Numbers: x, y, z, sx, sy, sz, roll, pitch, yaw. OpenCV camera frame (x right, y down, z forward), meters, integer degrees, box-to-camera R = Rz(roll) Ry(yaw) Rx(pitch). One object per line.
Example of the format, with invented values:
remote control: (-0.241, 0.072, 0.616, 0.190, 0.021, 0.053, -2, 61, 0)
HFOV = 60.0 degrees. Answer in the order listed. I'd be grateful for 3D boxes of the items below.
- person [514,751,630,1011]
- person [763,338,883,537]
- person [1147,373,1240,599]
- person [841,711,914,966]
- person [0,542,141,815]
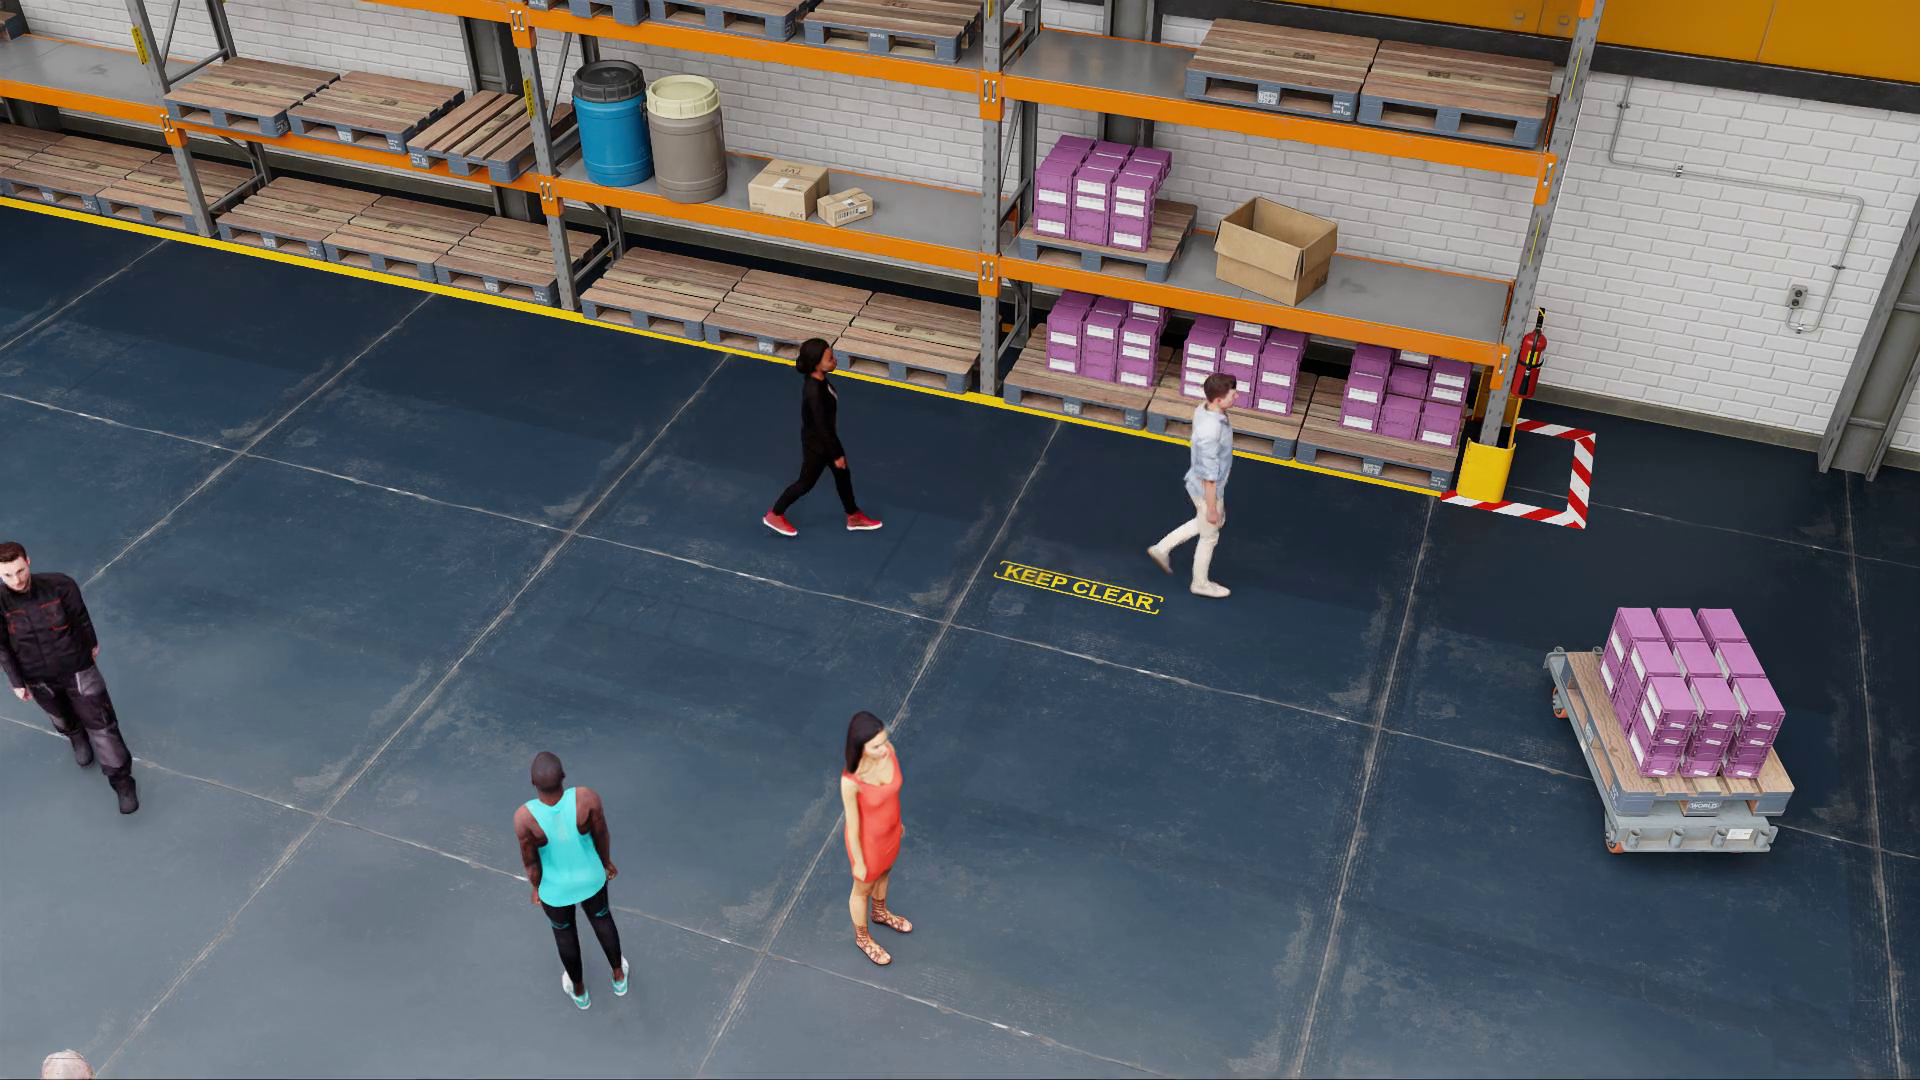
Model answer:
person: (-2.036, 1.778, 8.705, 0.680, 1.810, 0.743, -16, 41, -19)
person: (-1.091, -0.682, 11.923, 1.176, 1.639, 0.832, 2, 39, 2)
person: (1.599, -0.367, 11.371, 0.909, 1.836, 0.757, 5, 39, 7)
person: (-0.472, 1.590, 9.014, 0.578, 1.719, 0.619, 20, 43, 23)
person: (-5.432, 0.729, 9.967, 1.180, 1.875, 1.259, -18, 42, -21)
